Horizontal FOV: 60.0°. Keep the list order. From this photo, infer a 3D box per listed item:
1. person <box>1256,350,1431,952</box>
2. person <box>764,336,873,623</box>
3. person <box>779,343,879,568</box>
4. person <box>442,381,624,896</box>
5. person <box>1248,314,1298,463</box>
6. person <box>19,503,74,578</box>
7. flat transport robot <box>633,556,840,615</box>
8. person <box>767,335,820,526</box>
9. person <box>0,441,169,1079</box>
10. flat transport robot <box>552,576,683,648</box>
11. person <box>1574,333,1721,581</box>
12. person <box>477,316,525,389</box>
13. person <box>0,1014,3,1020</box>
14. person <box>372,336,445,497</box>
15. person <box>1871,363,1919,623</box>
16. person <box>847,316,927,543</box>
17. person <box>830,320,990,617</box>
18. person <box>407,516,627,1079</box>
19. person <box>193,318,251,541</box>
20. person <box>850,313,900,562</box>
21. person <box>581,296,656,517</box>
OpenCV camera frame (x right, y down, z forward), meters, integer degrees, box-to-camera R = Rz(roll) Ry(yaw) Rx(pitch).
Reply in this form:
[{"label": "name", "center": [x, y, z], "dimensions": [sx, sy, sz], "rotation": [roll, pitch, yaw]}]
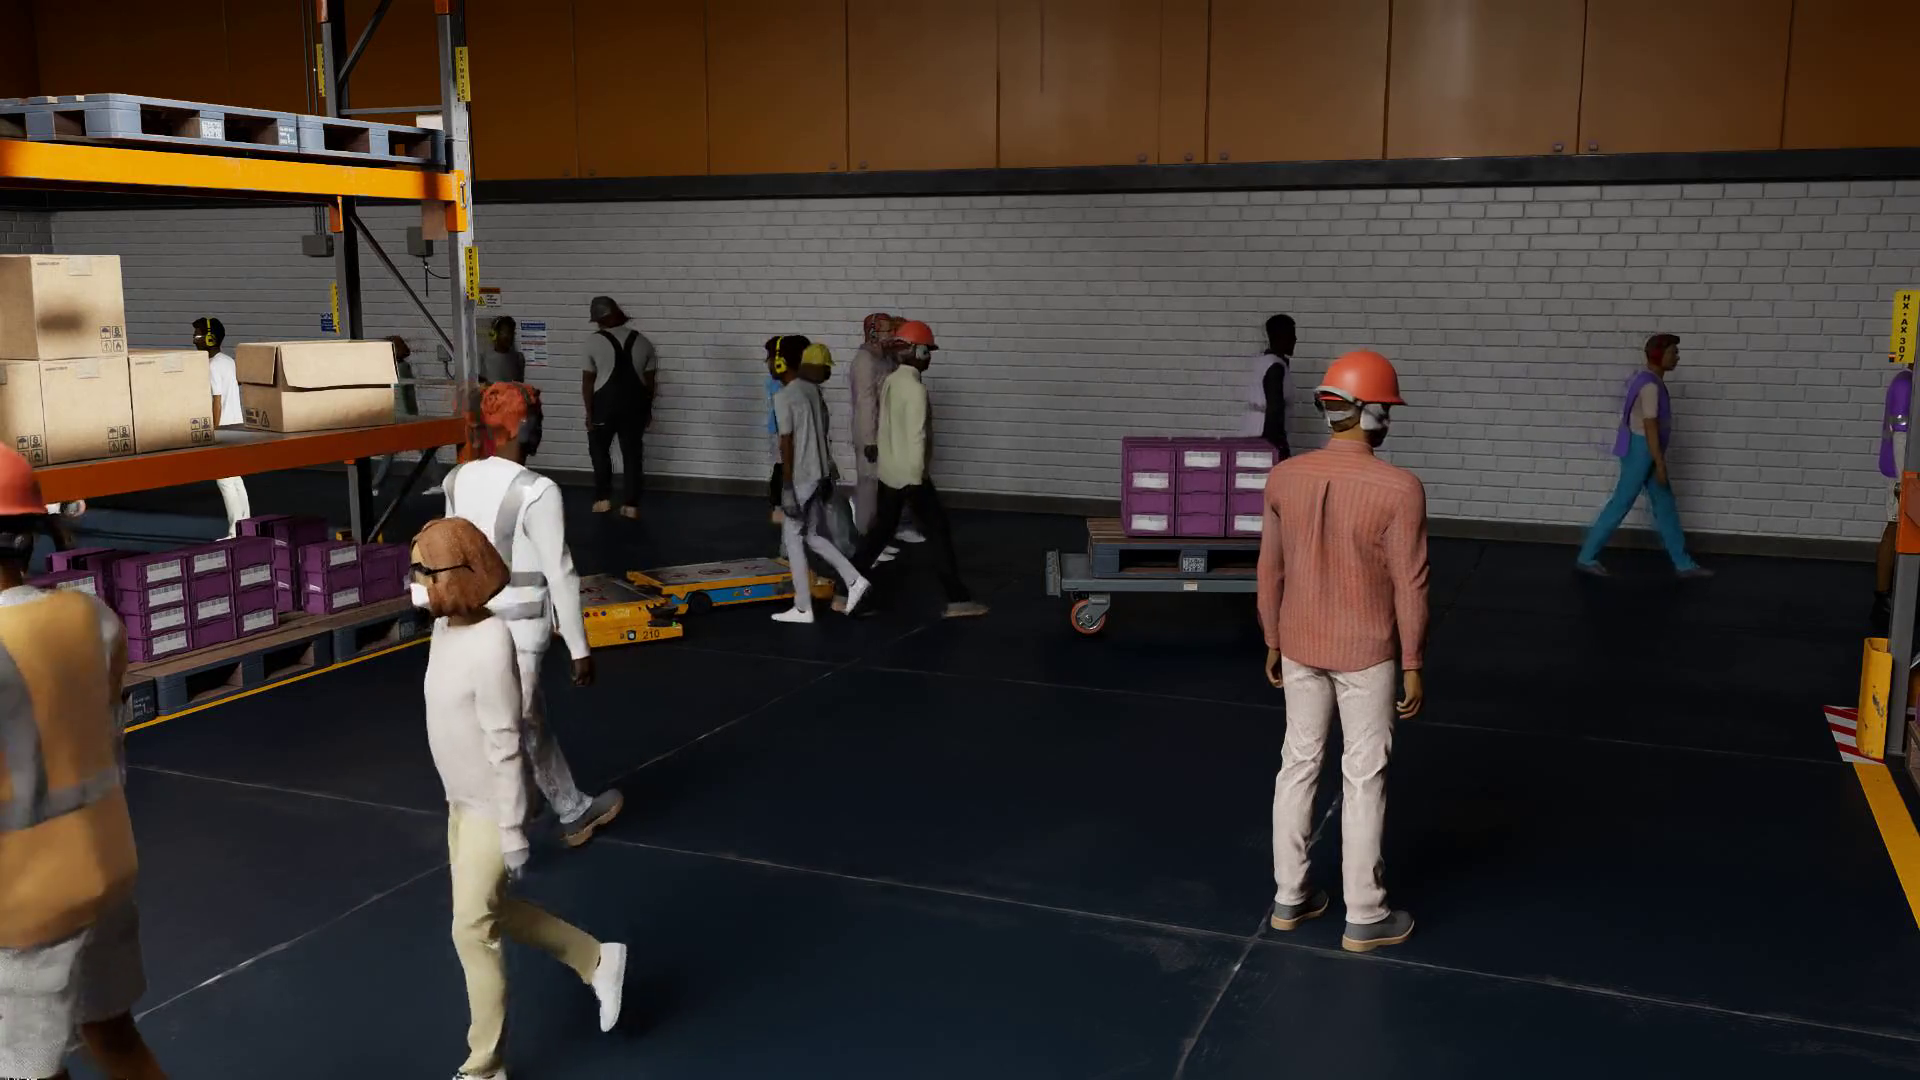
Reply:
[{"label": "person", "center": [1.293, 0.364, 5.581], "dimensions": [0.621, 1.989, 0.398], "rotation": [9, 13, 44]}, {"label": "person", "center": [-0.915, -0.364, 10.487], "dimensions": [0.637, 1.839, 0.563], "rotation": [4, 10, 23]}, {"label": "person", "center": [-0.966, -0.561, 12.034], "dimensions": [0.817, 1.706, 0.498], "rotation": [1, 9, 5]}, {"label": "person", "center": [-1.554, 0.338, 6.168], "dimensions": [0.612, 1.843, 0.935], "rotation": [8, 12, 39]}, {"label": "person", "center": [2.398, -0.801, 12.919], "dimensions": [0.575, 1.902, 0.597], "rotation": [2, 9, 9]}, {"label": "person", "center": [-6.465, -0.446, 11.434], "dimensions": [0.733, 1.667, 0.545], "rotation": [-3, 10, -18]}, {"label": "flat transport robot", "center": [-1.578, 0.298, 11.189], "dimensions": [1.431, 0.197, 0.652], "rotation": [-6, 11, -31]}, {"label": "person", "center": [-1.429, -0.932, 14.377], "dimensions": [0.559, 1.664, 0.567], "rotation": [5, 10, 27]}, {"label": "person", "center": [-1.924, 0.752, 3.420], "dimensions": [0.465, 1.936, 0.707], "rotation": [1, 9, 5]}, {"label": "flat transport robot", "center": [-2.316, 0.423, 10.428], "dimensions": [0.652, 0.197, 1.431], "rotation": [-6, 11, -31]}, {"label": "person", "center": [4.948, -0.586, 11.960], "dimensions": [0.989, 1.790, 0.586], "rotation": [5, 11, 27]}, {"label": "person", "center": [-4.190, -1.094, 14.967], "dimensions": [0.820, 1.842, 0.555], "rotation": [9, 13, 44]}, {"label": "person", "center": [-0.669, 1.103, 1.058], "dimensions": [0.652, 2.004, 0.933], "rotation": [2, 9, 9]}, {"label": "person", "center": [-5.496, -1.207, 16.340], "dimensions": [0.872, 1.586, 0.513], "rotation": [-1, 9, -3]}, {"label": "person", "center": [6.090, -0.449, 10.658], "dimensions": [0.342, 1.942, 0.552], "rotation": [7, 12, 36]}, {"label": "person", "center": [-0.622, -0.933, 13.829], "dimensions": [0.898, 1.862, 0.648], "rotation": [7, 12, 35]}, {"label": "person", "center": [-0.353, -0.440, 10.716], "dimensions": [0.996, 1.941, 0.632], "rotation": [-4, 10, -24]}, {"label": "person", "center": [-1.213, 0.721, 4.549], "dimensions": [0.602, 1.615, 0.520], "rotation": [-6, 11, -32]}, {"label": "person", "center": [-5.927, -0.851, 13.369], "dimensions": [0.328, 1.860, 0.518], "rotation": [-2, 10, -10]}, {"label": "person", "center": [-0.634, -0.800, 12.893], "dimensions": [0.399, 1.910, 0.643], "rotation": [1, 9, 6]}, {"label": "person", "center": [-3.128, -1.232, 15.106], "dimensions": [0.706, 2.000, 0.683], "rotation": [-6, 11, -31]}]
